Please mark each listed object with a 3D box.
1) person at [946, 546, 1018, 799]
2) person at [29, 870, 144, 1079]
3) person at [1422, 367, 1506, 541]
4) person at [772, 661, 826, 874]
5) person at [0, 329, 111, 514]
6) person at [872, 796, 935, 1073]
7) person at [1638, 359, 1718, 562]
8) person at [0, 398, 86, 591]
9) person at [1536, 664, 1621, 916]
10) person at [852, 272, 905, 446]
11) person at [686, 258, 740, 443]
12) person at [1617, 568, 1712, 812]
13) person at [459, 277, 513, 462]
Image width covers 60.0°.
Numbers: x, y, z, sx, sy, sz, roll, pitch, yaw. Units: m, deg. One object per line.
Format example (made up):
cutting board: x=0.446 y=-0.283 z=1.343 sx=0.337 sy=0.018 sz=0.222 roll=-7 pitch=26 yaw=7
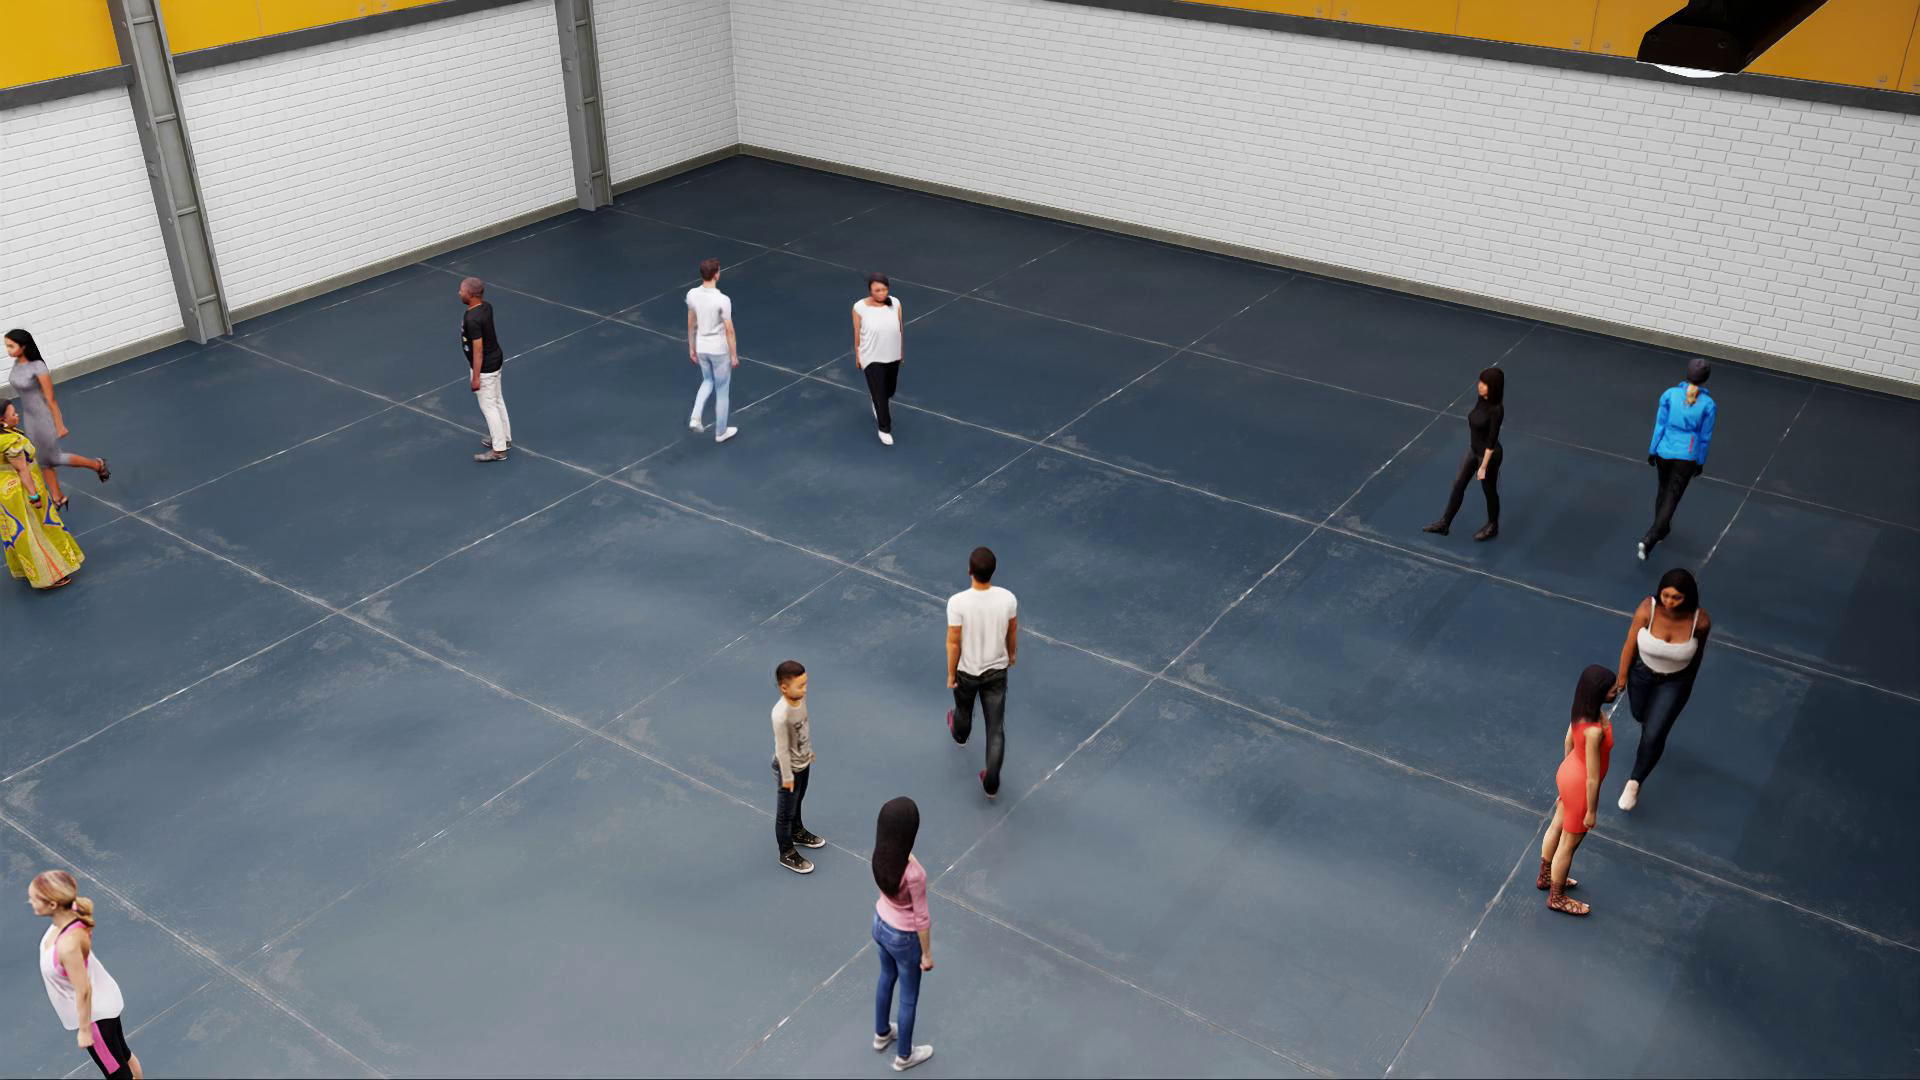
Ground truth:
person: x=0.164 y=0.917 z=11.147 sx=1.142 sy=1.765 sz=1.179 roll=-6 pitch=29 yaw=-11
person: x=-4.379 y=2.380 z=8.439 sx=0.693 sy=1.788 sz=0.683 roll=-12 pitch=31 yaw=-20
person: x=4.584 y=-0.734 z=14.321 sx=1.015 sy=1.623 sz=0.933 roll=-7 pitch=29 yaw=-12
person: x=-1.070 y=1.407 z=10.561 sx=0.677 sy=1.465 sz=0.549 roll=8 pitch=30 yaw=14
person: x=-8.053 y=-1.063 z=14.780 sx=0.613 sy=1.762 sz=0.898 roll=16 pitch=33 yaw=27
person: x=-0.331 y=2.112 z=8.979 sx=0.583 sy=1.742 sz=0.616 roll=-20 pitch=34 yaw=-32
person: x=6.005 y=-0.645 z=14.005 sx=0.675 sy=1.769 sz=1.154 roll=22 pitch=36 yaw=35
person: x=-7.715 y=-0.396 z=13.664 sx=0.879 sy=1.659 sz=0.802 roll=23 pitch=36 yaw=36
person: x=3.760 y=1.503 z=10.119 sx=0.729 sy=1.719 sz=0.631 roll=1 pitch=29 yaw=2
person: x=-0.780 y=-1.822 z=16.272 sx=1.059 sy=1.664 sz=1.016 roll=-12 pitch=31 yaw=-21
person: x=-2.429 y=-1.781 z=16.013 sx=0.676 sy=1.842 sz=0.759 roll=15 pitch=32 yaw=26
person: x=4.729 y=0.908 z=11.179 sx=0.661 sy=1.749 sz=1.205 roll=17 pitch=33 yaw=28
person: x=-4.498 y=-1.634 z=15.780 sx=0.824 sy=1.805 sz=0.730 roll=0 pitch=29 yaw=1
